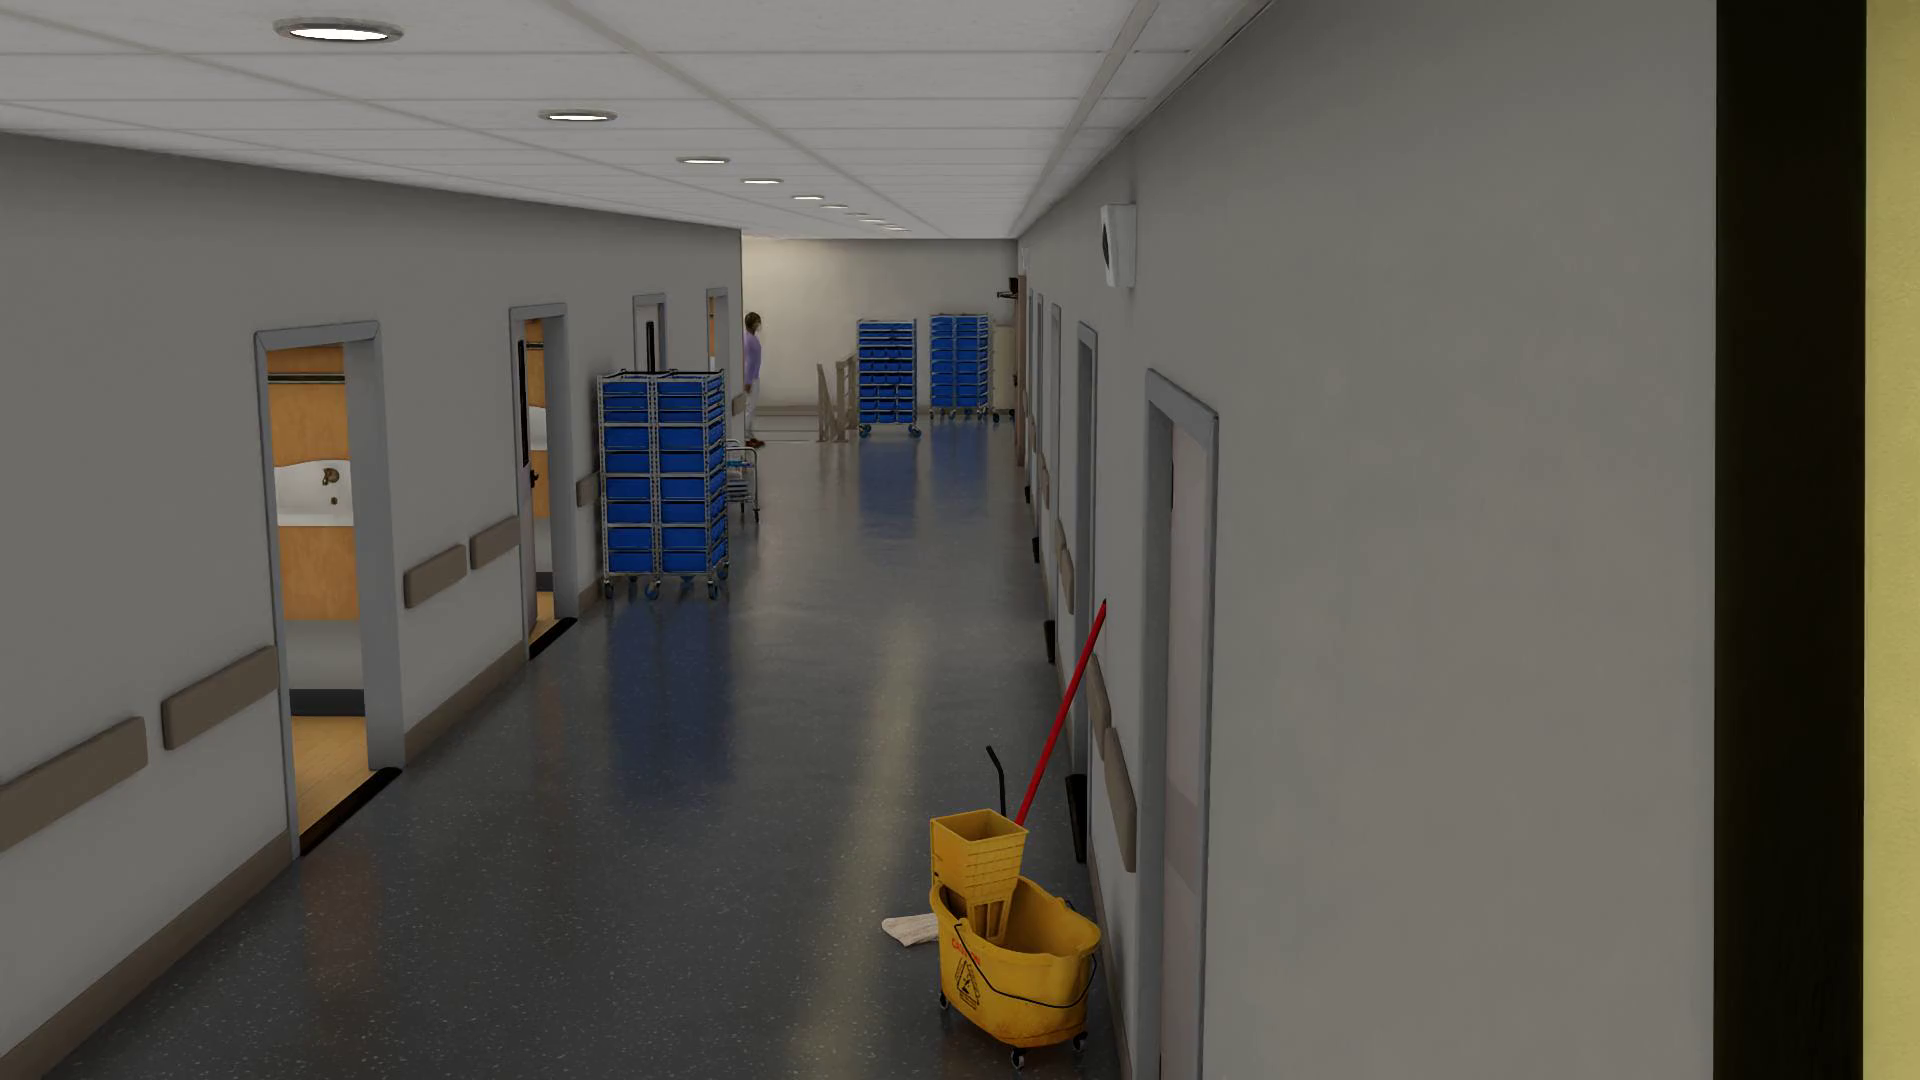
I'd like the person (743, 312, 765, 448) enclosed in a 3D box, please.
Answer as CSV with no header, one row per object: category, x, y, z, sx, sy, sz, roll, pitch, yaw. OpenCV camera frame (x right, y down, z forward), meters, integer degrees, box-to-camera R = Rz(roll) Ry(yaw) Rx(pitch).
person,-2.978,-2.272,23.618,0.369,1.930,0.631,1,9,3
